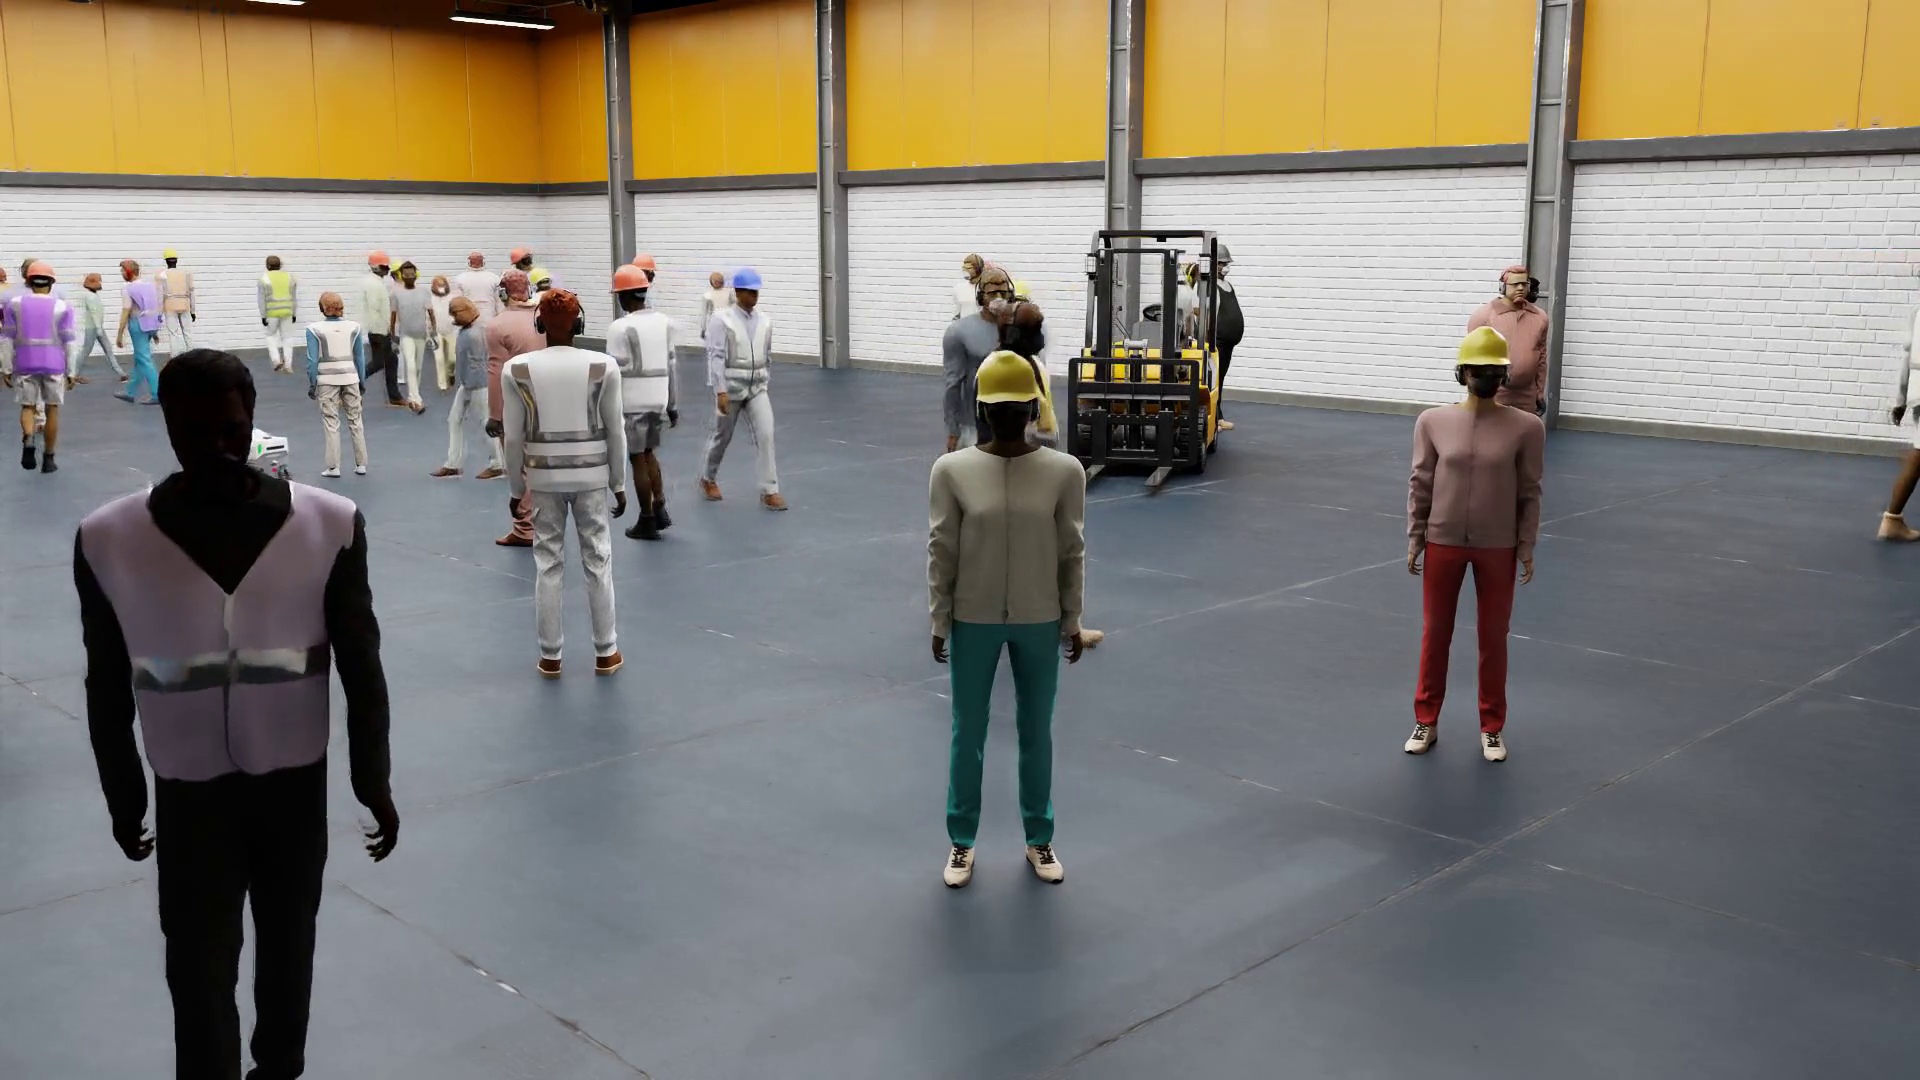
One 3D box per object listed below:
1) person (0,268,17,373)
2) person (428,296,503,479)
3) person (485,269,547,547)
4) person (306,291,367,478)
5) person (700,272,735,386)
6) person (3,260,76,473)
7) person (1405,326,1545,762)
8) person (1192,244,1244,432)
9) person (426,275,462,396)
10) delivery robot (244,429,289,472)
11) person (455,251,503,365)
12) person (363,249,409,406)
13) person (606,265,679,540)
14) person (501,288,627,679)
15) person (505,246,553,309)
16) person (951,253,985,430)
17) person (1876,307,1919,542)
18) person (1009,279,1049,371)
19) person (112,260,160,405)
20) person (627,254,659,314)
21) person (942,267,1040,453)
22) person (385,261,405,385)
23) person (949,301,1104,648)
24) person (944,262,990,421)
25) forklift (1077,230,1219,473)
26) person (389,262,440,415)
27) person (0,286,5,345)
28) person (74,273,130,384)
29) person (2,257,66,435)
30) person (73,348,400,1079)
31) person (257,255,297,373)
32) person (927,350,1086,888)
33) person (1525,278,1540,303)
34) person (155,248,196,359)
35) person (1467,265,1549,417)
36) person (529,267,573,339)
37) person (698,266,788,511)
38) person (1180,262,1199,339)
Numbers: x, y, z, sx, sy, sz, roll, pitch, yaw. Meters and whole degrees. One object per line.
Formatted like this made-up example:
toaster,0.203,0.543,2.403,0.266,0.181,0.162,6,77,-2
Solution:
person,-14.887,-3.424,25.922,0.315,1.636,0.515,4,11,21
person,-4.319,-1.300,14.397,0.735,1.599,0.517,-6,12,-30
person,-3.013,-0.903,11.459,0.401,1.901,0.640,7,13,34
person,-5.506,-1.370,14.711,0.523,1.638,0.311,-9,14,-41
person,-3.386,-2.956,23.414,0.532,1.627,0.614,-5,12,-25
person,-8.226,-1.536,14.887,0.595,1.905,0.606,-4,11,-21
person,2.085,0.020,6.778,0.526,1.772,0.303,4,11,20
person,2.828,-2.201,18.148,0.538,2.000,0.689,6,12,31
person,-6.914,-2.747,22.279,0.529,1.610,0.601,-4,11,-18
delivery robot,-6.082,-0.780,14.198,0.707,0.478,0.477,5,12,28
person,-6.734,-3.086,23.329,0.641,1.913,0.407,-4,11,-19
person,-7.267,-2.595,20.543,0.808,1.970,0.638,-2,11,-10
person,-2.260,-0.951,11.629,0.436,1.924,0.581,8,13,38
person,-1.891,-0.265,8.021,0.572,1.883,0.356,-2,11,-11
person,-5.345,-2.709,21.084,0.820,2.001,0.464,-2,11,-12
person,0.178,-2.105,17.906,0.633,1.936,0.355,7,13,34
person,6.894,-0.972,11.565,1.017,1.989,0.633,-1,10,-7
person,0.445,-1.200,13.416,0.642,1.787,0.893,-5,12,-27
person,-10.436,-2.603,20.946,0.783,1.811,0.593,0,10,2
person,-3.501,-2.195,18.437,0.391,1.929,0.540,-2,11,-13
person,0.199,-0.681,10.133,0.632,1.938,0.359,-4,11,-19
person,-8.032,-3.114,23.876,0.326,1.767,0.533,9,14,40
person,0.294,-0.354,8.756,0.952,1.802,0.634,4,11,19
person,0.298,-2.182,18.593,1.028,1.839,0.717,-3,11,-16
forklift,1.804,-1.825,15.677,1.214,2.155,2.313,2,11,13
person,-6.545,-2.416,19.964,0.500,1.809,0.962,-7,13,-34
person,-12.187,-2.602,20.580,0.639,1.943,0.630,-1,10,-3
person,-12.375,-3.023,23.850,0.876,1.586,0.520,-3,11,-16
person,-10.008,-2.103,17.988,0.800,1.906,0.640,9,13,39
person,-1.530,0.542,3.586,0.599,1.888,0.802,-5,12,-27
person,-10.591,-3.499,25.822,0.632,1.828,0.448,-10,14,-43
person,0.154,0.265,5.452,0.527,1.768,0.313,-1,10,-6
person,5.952,-1.929,17.621,0.319,1.690,0.531,4,11,20
person,-12.403,-3.638,26.300,0.384,1.922,0.593,10,14,43
person,4.141,-1.109,12.560,0.643,1.909,0.410,-2,11,-10
person,-4.667,-2.193,18.819,0.579,1.790,0.906,-2,11,-12
person,-1.755,-1.203,13.104,0.611,1.906,1.000,-8,13,-36
person,2.580,-2.252,19.000,0.661,1.834,0.551,3,11,15
